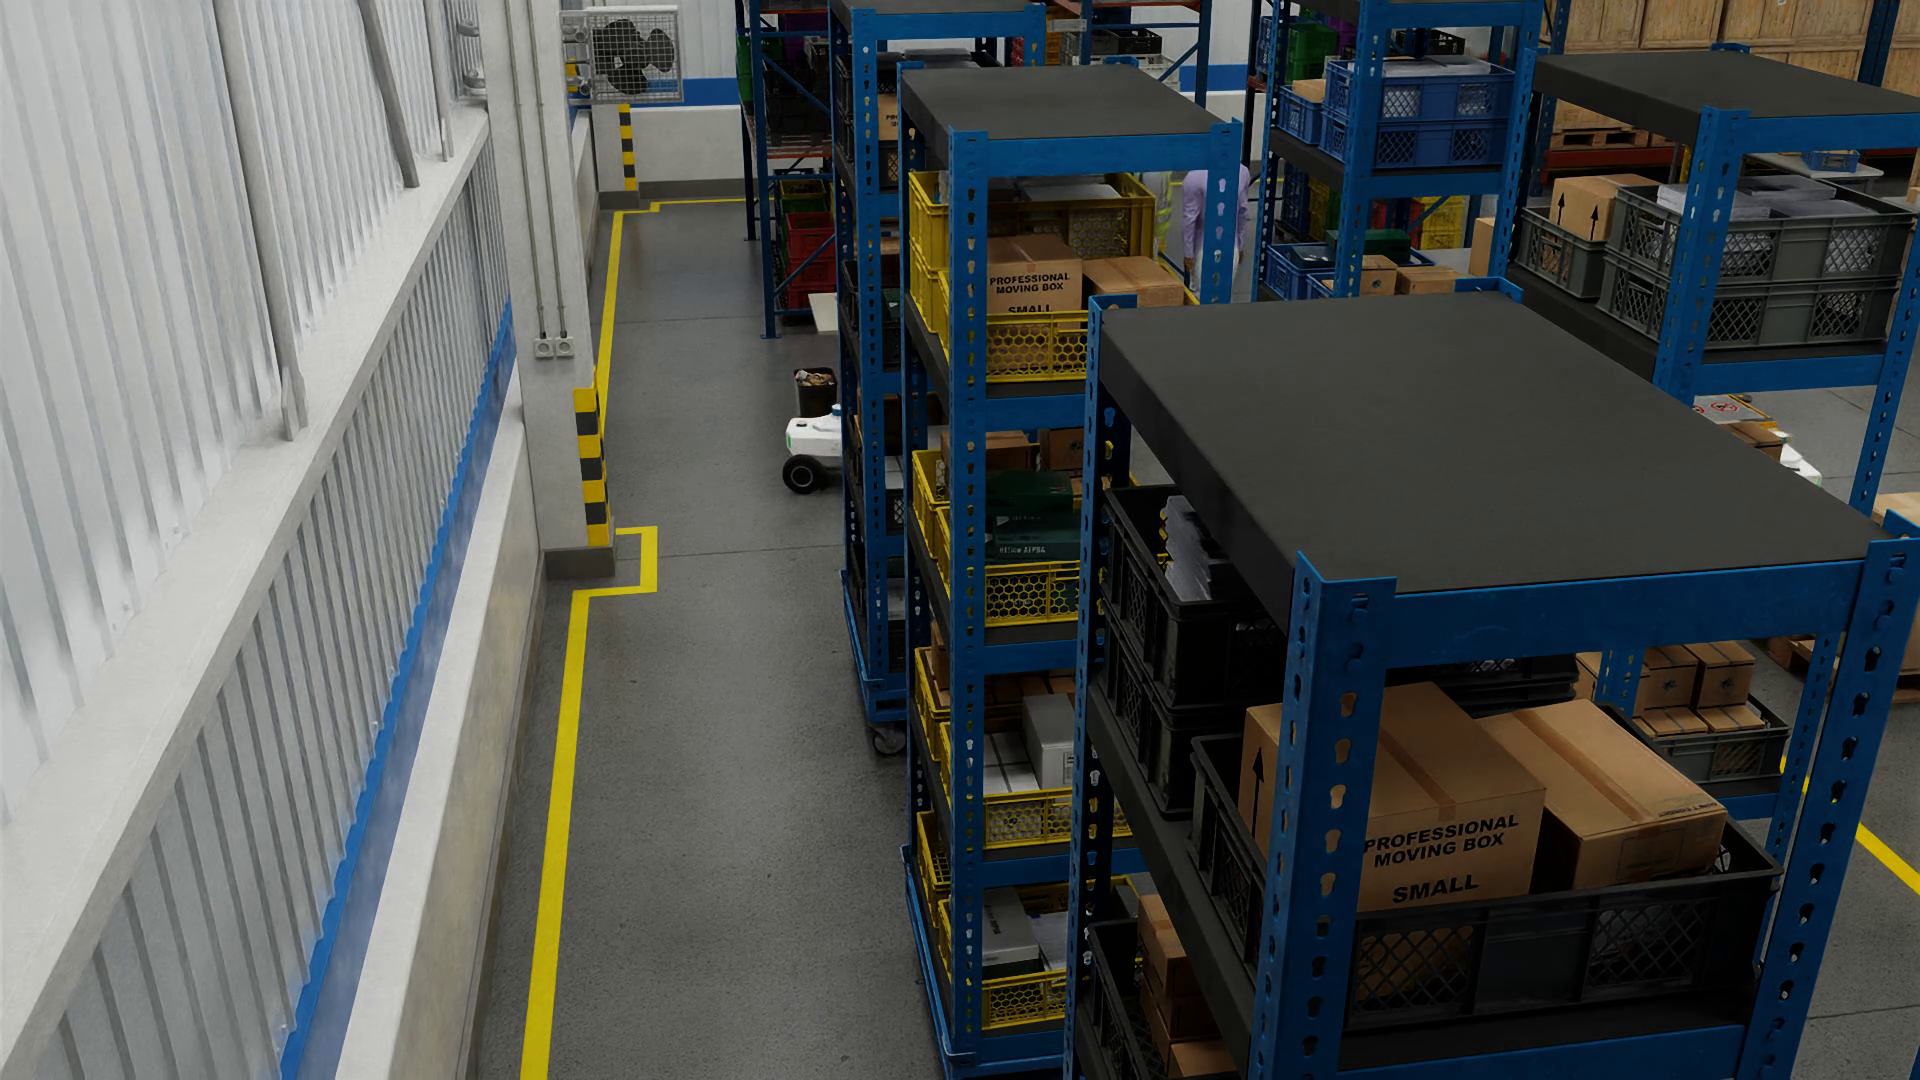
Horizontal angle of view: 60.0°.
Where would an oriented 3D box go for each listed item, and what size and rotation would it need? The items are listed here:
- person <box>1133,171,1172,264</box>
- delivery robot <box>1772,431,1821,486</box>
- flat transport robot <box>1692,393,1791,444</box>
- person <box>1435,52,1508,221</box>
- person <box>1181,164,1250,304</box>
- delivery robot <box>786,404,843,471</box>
[{"bbox_3d":[1.575,-2.646,14.170,0.429,1.832,0.642,4,25,9],"label":"person"},{"bbox_3d":[5.282,-0.468,10.837,0.477,0.478,0.707,-1,25,-2],"label":"delivery robot"},{"bbox_3d":[5.224,-0.859,12.132,1.431,0.197,0.652,-4,25,-8],"label":"flat transport robot"},{"bbox_3d":[5.515,-4.198,17.531,0.915,1.839,0.571,15,29,29],"label":"person"},{"bbox_3d":[2.047,-2.365,13.435,0.628,1.931,0.358,-13,28,-26],"label":"person"},{"bbox_3d":[-0.814,-0.683,11.305,0.707,0.478,0.477,1,25,3],"label":"delivery robot"}]
